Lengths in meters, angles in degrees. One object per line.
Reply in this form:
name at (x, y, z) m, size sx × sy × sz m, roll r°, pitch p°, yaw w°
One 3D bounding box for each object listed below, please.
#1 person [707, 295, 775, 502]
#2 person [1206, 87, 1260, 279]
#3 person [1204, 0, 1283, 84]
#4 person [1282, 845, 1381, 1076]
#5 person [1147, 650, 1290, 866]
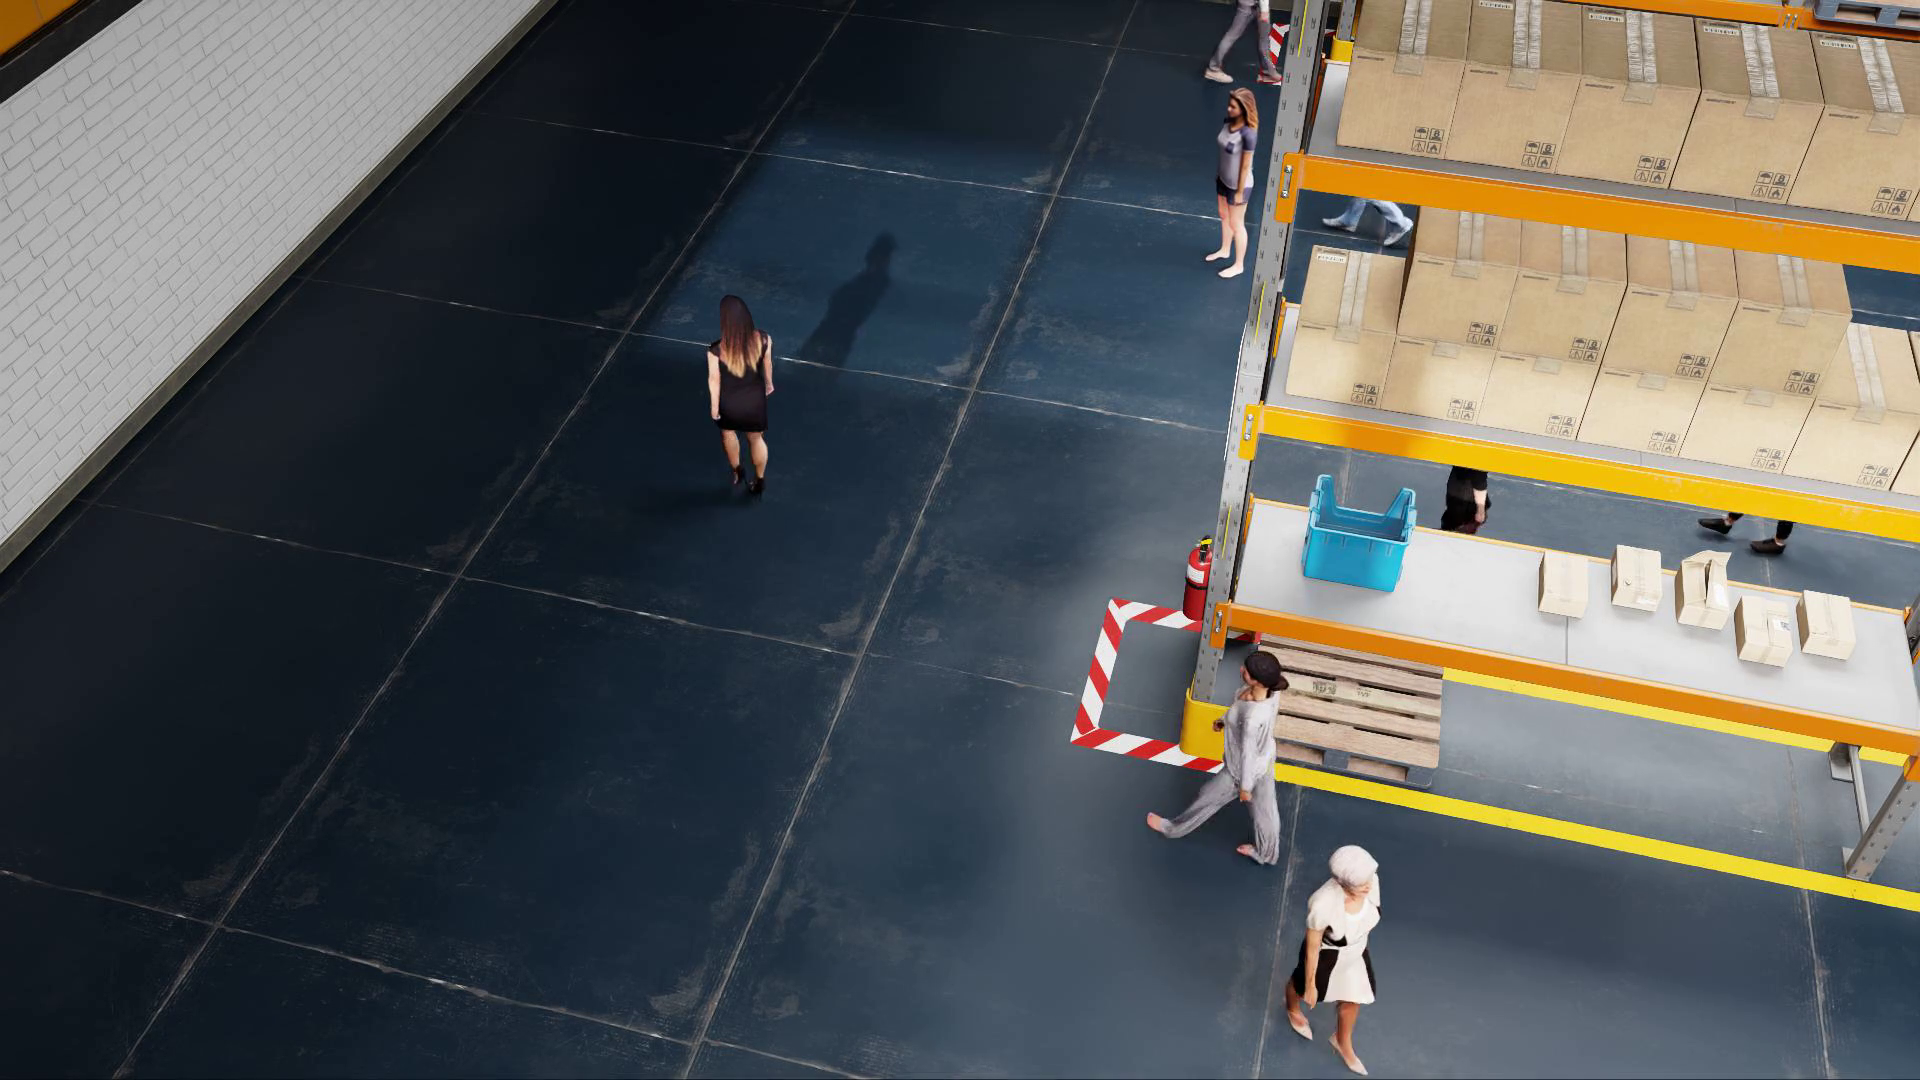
person at (-1.518, -0.945, 11.847) m, size 0.800 × 1.706 × 0.865 m, roll -20°, pitch 47°, yaw -20°
person at (2.328, -3.026, 14.017) m, size 0.712 × 1.726 × 0.679 m, roll -15°, pitch 45°, yaw -15°
person at (2.785, -5.371, 16.350) m, size 1.105 × 1.904 × 0.701 m, roll 8°, pitch 44°, yaw 8°
person at (1.867, 2.083, 8.648) m, size 0.910 × 1.735 × 0.977 m, roll -24°, pitch 49°, yaw -23°
person at (1.735, 1.282, 9.487) m, size 1.081 × 1.737 × 0.745 m, roll 19°, pitch 47°, yaw 19°
